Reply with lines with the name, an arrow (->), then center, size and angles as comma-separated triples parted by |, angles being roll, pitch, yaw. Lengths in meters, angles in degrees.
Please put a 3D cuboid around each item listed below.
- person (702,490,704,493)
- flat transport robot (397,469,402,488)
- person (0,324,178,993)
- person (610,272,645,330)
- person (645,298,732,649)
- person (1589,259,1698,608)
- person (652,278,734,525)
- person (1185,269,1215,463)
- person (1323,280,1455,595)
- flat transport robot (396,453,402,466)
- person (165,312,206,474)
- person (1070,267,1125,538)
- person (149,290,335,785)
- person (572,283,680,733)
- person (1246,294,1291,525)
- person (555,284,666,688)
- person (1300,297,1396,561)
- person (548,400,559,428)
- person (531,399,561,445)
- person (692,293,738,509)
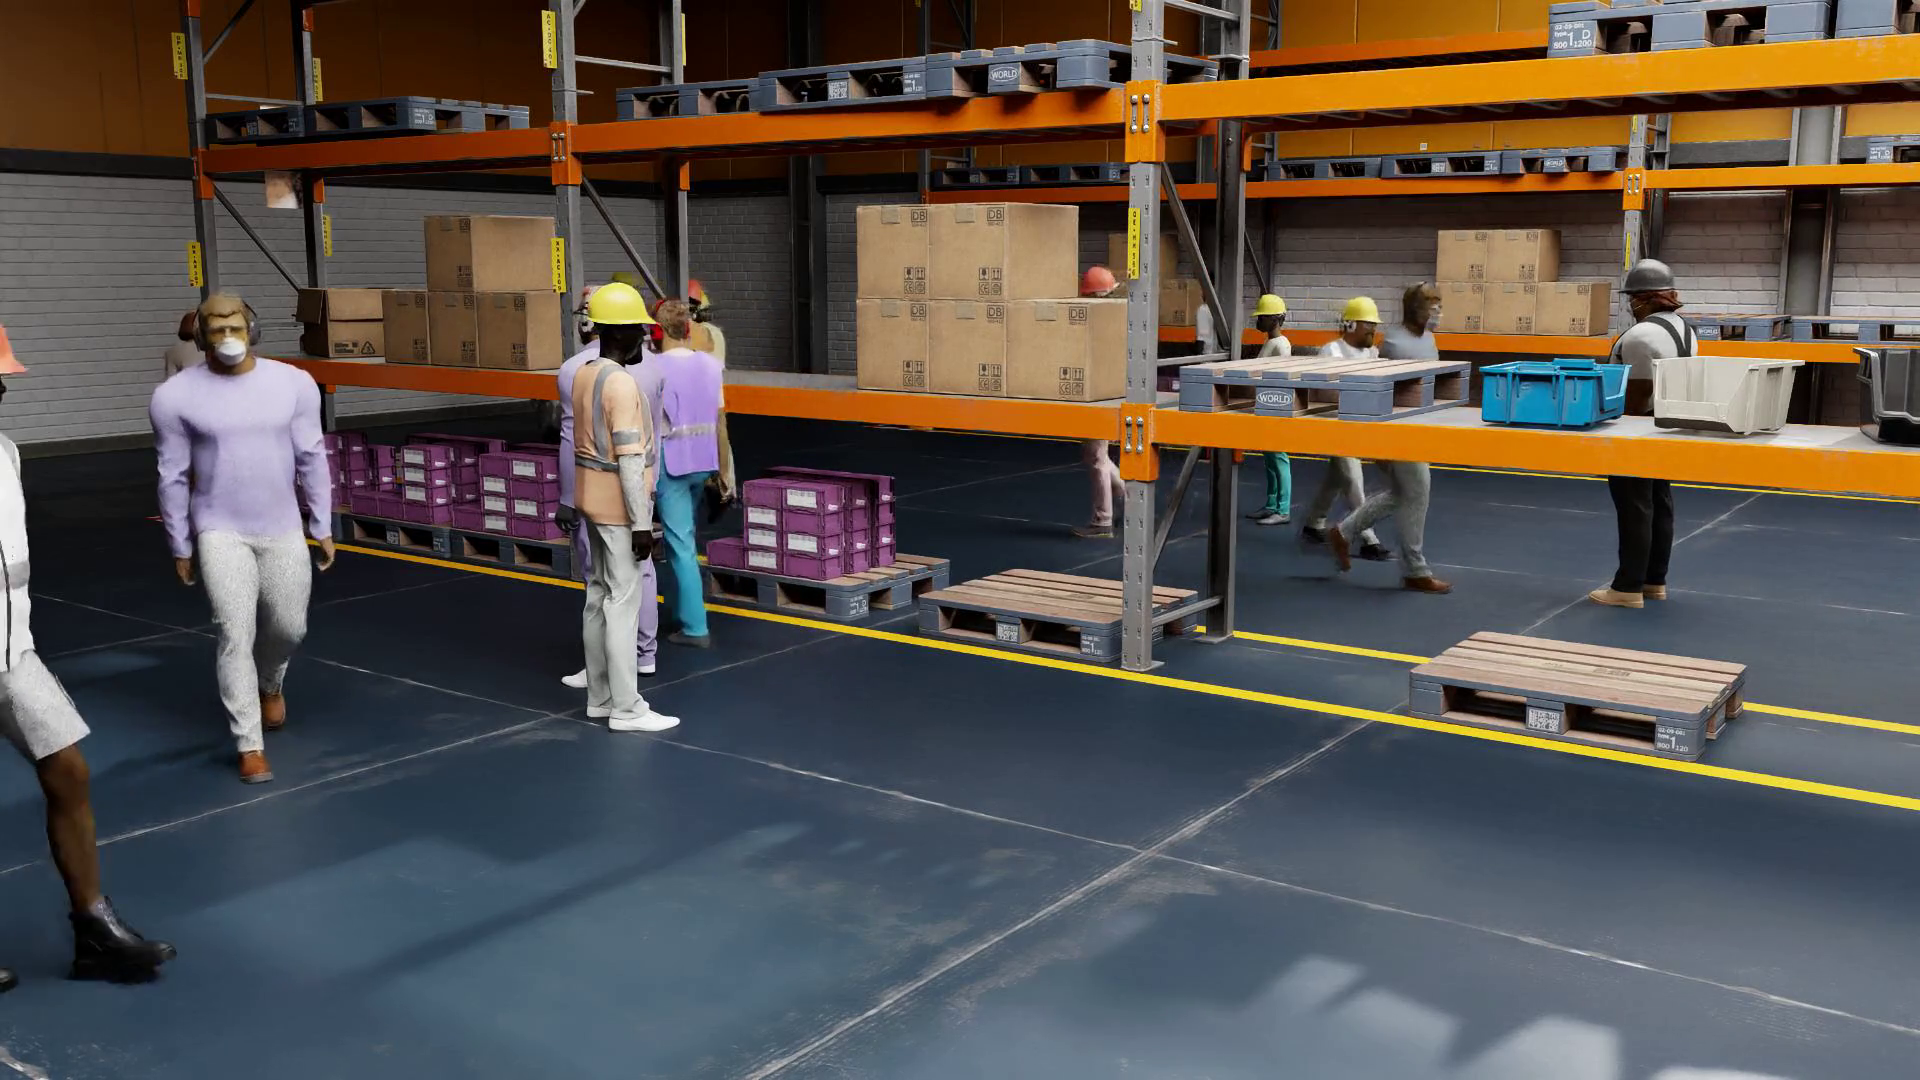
person -> -2.294, -1.271, 14.423 | 0.427, 1.752, 0.537 | 8, 12, 39
flat transport robot -> -4.572, -0.491, 14.222 | 1.431, 0.197, 0.652 | -3, 10, -18
person -> -2.556, 0.327, 4.477 | 0.815, 1.911, 0.557 | 2, 10, 12
person -> -3.789, -2.105, 18.990 | 0.420, 1.897, 0.644 | 0, 10, -2
person -> -1.565, -0.351, 8.763 | 0.735, 1.818, 0.600 | 7, 12, 37
person -> 3.982, -0.631, 9.798 | 0.689, 2.000, 0.539 | -9, 13, -43
person -> -2.076, -1.019, 12.553 | 0.761, 1.890, 0.571 | 4, 10, 24
person -> 2.551, -1.708, 16.489 | 0.646, 1.949, 0.638 | 8, 13, 41
person -> 2.634, -0.630, 10.194 | 0.820, 1.907, 0.678 | 6, 11, 34
flat transport robot -> -5.155, -0.639, 15.106 | 0.652, 0.197, 1.431 | -3, 10, -18
person -> -6.507, -1.146, 14.209 | 0.483, 1.590, 0.827 | -1, 10, -7
person -> 1.045, -0.988, 12.088 | 0.468, 1.977, 0.636 | 2, 10, 13
person -> -2.864, -0.039, 6.658 | 0.637, 1.915, 0.767 | -6, 11, -32
person -> -1.469, -0.136, 7.181 | 0.369, 1.928, 0.586 | -6, 11, -31
person -> 2.381, -0.996, 12.790 | 0.327, 1.767, 0.533 | -1, 10, -4
person -> -1.682, -0.248, 7.902 | 0.409, 1.913, 0.642 | 6, 11, 30
person -> 2.688, -0.784, 11.507 | 0.594, 1.778, 0.963 | -7, 12, -35
person -> -3.073, -1.044, 13.464 | 0.530, 1.616, 0.335 | -8, 12, -38
person -> -3.538, -1.298, 14.843 | 0.546, 1.664, 0.558 | -2, 10, -10
person -> -2.200, -1.143, 13.571 | 0.902, 1.790, 0.623 | 4, 10, 23
